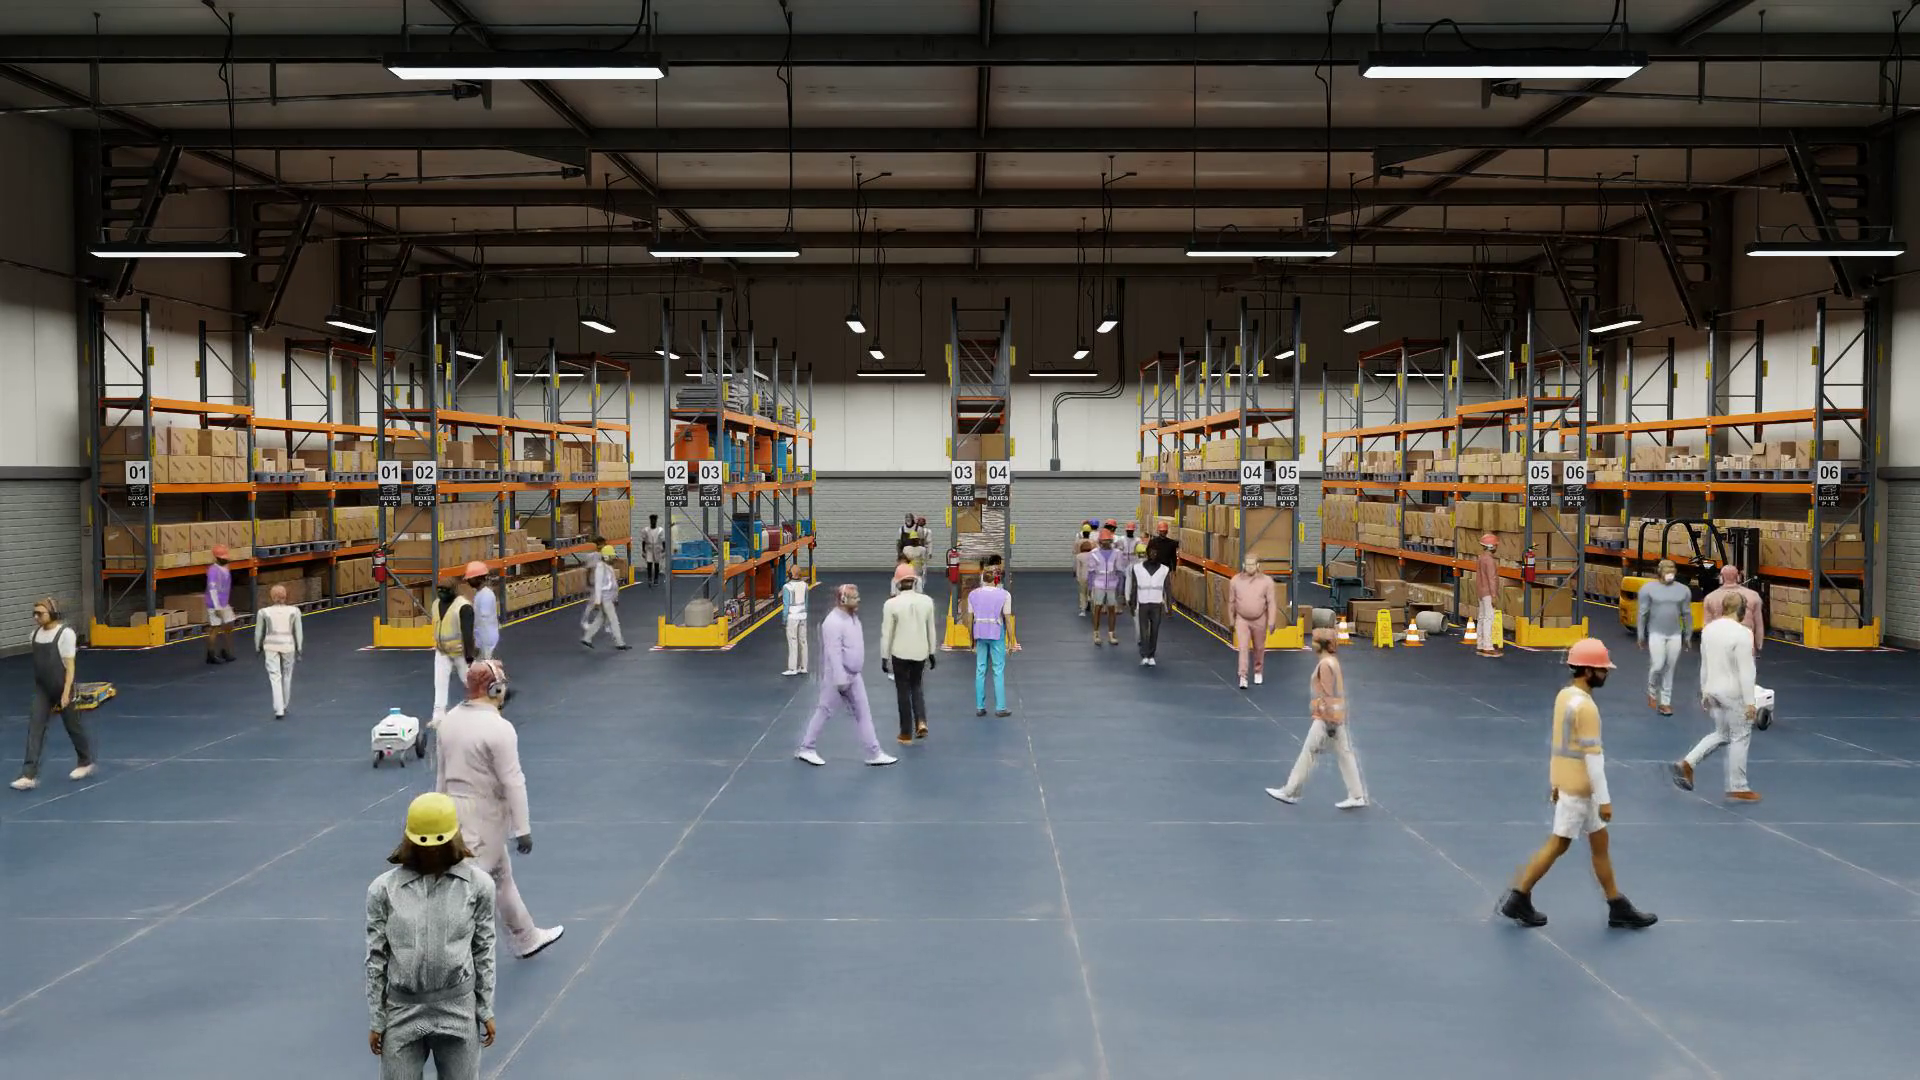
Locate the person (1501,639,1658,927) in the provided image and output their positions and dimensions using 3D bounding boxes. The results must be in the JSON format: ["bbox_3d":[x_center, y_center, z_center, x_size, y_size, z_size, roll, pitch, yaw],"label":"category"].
[{"bbox_3d":[4.004,1.581,10.510,0.987,1.892,0.562,0,2,10],"label":"person"}]

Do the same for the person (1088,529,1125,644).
[{"bbox_3d":[2.551,0.814,28.148,0.646,2.028,0.453,0,2,2],"label":"person"}]

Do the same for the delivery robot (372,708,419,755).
[{"bbox_3d":[-5.793,1.970,16.576,0.477,0.478,0.707,0,2,-7],"label":"delivery robot"}]

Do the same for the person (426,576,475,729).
[{"bbox_3d":[-5.929,1.299,19.177,0.632,1.782,0.969,1,2,24],"label":"person"}]

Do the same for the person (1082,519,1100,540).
[{"bbox_3d":[3.235,0.442,39.012,0.604,1.892,0.993,0,2,5],"label":"person"}]

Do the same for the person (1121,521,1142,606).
[{"bbox_3d":[3.801,0.540,36.318,0.581,1.912,0.748,0,2,11],"label":"person"}]

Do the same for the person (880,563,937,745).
[{"bbox_3d":[-0.580,1.246,17.729,0.646,1.980,0.434,-1,3,-27],"label":"person"}]

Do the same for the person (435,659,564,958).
[{"bbox_3d":[-2.767,1.634,9.530,0.667,1.854,1.019,2,3,43],"label":"person"}]

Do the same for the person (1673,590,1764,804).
[{"bbox_3d":[6.875,1.409,14.594,0.656,1.914,0.639,0,2,-5],"label":"person"}]

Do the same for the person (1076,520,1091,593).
[{"bbox_3d":[3.165,0.424,40.221,0.591,1.855,0.862,0,2,0],"label":"person"}]

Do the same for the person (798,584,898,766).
[{"bbox_3d":[-1.176,1.368,16.351,1.038,1.852,0.663,1,2,23],"label":"person"}]

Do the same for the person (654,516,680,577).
[{"bbox_3d":[-8.384,0.184,46.999,0.949,1.780,0.618,0,2,-9],"label":"person"}]

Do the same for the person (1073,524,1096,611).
[{"bbox_3d":[2.783,0.593,35.390,0.591,1.893,0.884,0,2,0],"label":"person"}]

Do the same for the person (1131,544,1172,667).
[{"bbox_3d":[2.959,1.010,24.856,0.617,1.880,0.823,0,2,-2],"label":"person"}]

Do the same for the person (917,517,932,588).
[{"bbox_3d":[-1.036,0.327,42.245,0.589,1.879,0.374,0,2,1],"label":"person"}]

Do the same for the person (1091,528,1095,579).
[{"bbox_3d":[3.349,0.489,41.171,0.518,1.618,0.540,1,2,20],"label":"person"}]

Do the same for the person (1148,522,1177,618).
[{"bbox_3d":[4.187,0.615,33.483,0.622,1.992,0.388,0,2,1],"label":"person"}]

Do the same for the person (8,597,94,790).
[{"bbox_3d":[-8.621,1.433,15.380,0.537,1.797,0.970,0,2,11],"label":"person"}]

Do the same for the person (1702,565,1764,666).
[{"bbox_3d":[9.164,1.236,19.147,0.679,1.887,0.737,1,3,28],"label":"person"}]

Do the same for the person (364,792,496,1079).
[{"bbox_3d":[-2.024,1.827,6.193,0.484,1.736,0.307,-1,2,-20],"label":"person"}]

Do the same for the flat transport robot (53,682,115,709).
[{"bbox_3d":[-11.347,1.992,20.718,0.652,0.197,1.431,-1,2,-17],"label":"flat transport robot"}]

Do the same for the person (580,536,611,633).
[{"bbox_3d":[-6.810,0.832,30.369,0.583,1.818,0.952,-2,3,-39],"label":"person"}]

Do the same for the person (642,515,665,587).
[{"bbox_3d":[-8.122,0.288,42.851,0.622,1.907,1.020,0,2,-11],"label":"person"}]

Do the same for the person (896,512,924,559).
[{"bbox_3d":[-1.277,0.317,40.928,0.714,2.000,0.536,0,2,10],"label":"person"}]

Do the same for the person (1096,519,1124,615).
[{"bbox_3d":[3.198,0.564,34.304,0.605,2.033,0.392,1,2,20],"label":"person"}]

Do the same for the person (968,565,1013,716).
[{"bbox_3d":[0.368,1.232,19.800,0.570,1.843,0.373,1,2,22],"label":"person"}]

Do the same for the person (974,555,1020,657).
[{"bbox_3d":[0.582,1.069,26.243,0.858,1.643,0.543,1,2,19],"label":"person"}]

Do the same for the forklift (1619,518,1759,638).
[{"bbox_3d":[13.417,0.684,29.791,2.313,2.155,1.214,0,2,0],"label":"forklift"}]

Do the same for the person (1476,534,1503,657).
[{"bbox_3d":[8.628,0.907,26.363,0.431,2.004,0.619,0,2,-2],"label":"person"}]

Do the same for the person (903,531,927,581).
[{"bbox_3d":[-0.974,0.689,34.453,0.523,1.769,0.324,0,2,8],"label":"person"}]

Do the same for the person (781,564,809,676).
[{"bbox_3d":[-2.430,1.175,23.774,0.310,1.642,0.514,2,3,37],"label":"person"}]

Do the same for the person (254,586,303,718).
[{"bbox_3d":[-8.347,1.354,19.767,0.536,1.586,0.856,-1,3,-30],"label":"person"}]

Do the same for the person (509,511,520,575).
[{"bbox_3d":[-12.477,0.164,45.534,0.375,1.939,0.628,1,3,26],"label":"person"}]

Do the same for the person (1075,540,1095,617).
[{"bbox_3d":[2.669,0.804,33.568,0.504,1.605,0.682,-1,2,-15],"label":"person"}]

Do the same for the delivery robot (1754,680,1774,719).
[{"bbox_3d":[9.288,1.876,18.964,0.477,0.478,0.707,2,3,43],"label":"delivery robot"}]

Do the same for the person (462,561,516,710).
[{"bbox_3d":[-5.764,1.207,19.661,0.556,1.912,0.550,-1,2,-21],"label":"person"}]

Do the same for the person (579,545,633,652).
[{"bbox_3d":[-5.972,0.974,27.066,0.916,1.798,0.606,0,2,2],"label":"person"}]

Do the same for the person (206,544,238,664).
[{"bbox_3d":[-11.551,0.998,25.181,0.593,1.884,0.584,0,2,7],"label":"person"}]

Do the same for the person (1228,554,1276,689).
[{"bbox_3d":[4.078,1.122,22.539,0.660,1.856,1.034,0,2,12],"label":"person"}]

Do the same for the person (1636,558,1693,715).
[{"bbox_3d":[8.686,1.189,19.865,0.656,1.925,0.436,0,2,1],"label":"person"}]

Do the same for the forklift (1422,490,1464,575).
[{"bbox_3d":[13.926,-0.371,47.846,1.873,2.768,1.129,0,2,0],"label":"forklift"}]

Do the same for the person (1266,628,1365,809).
[{"bbox_3d":[3.171,1.571,14.255,0.871,1.589,0.541,1,2,21],"label":"person"}]

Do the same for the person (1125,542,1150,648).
[{"bbox_3d":[3.099,0.945,27.466,0.617,1.807,0.612,1,2,15],"label":"person"}]

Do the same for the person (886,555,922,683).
[{"bbox_3d":[-0.827,1.122,22.839,0.540,1.818,0.970,1,3,32],"label":"person"}]
